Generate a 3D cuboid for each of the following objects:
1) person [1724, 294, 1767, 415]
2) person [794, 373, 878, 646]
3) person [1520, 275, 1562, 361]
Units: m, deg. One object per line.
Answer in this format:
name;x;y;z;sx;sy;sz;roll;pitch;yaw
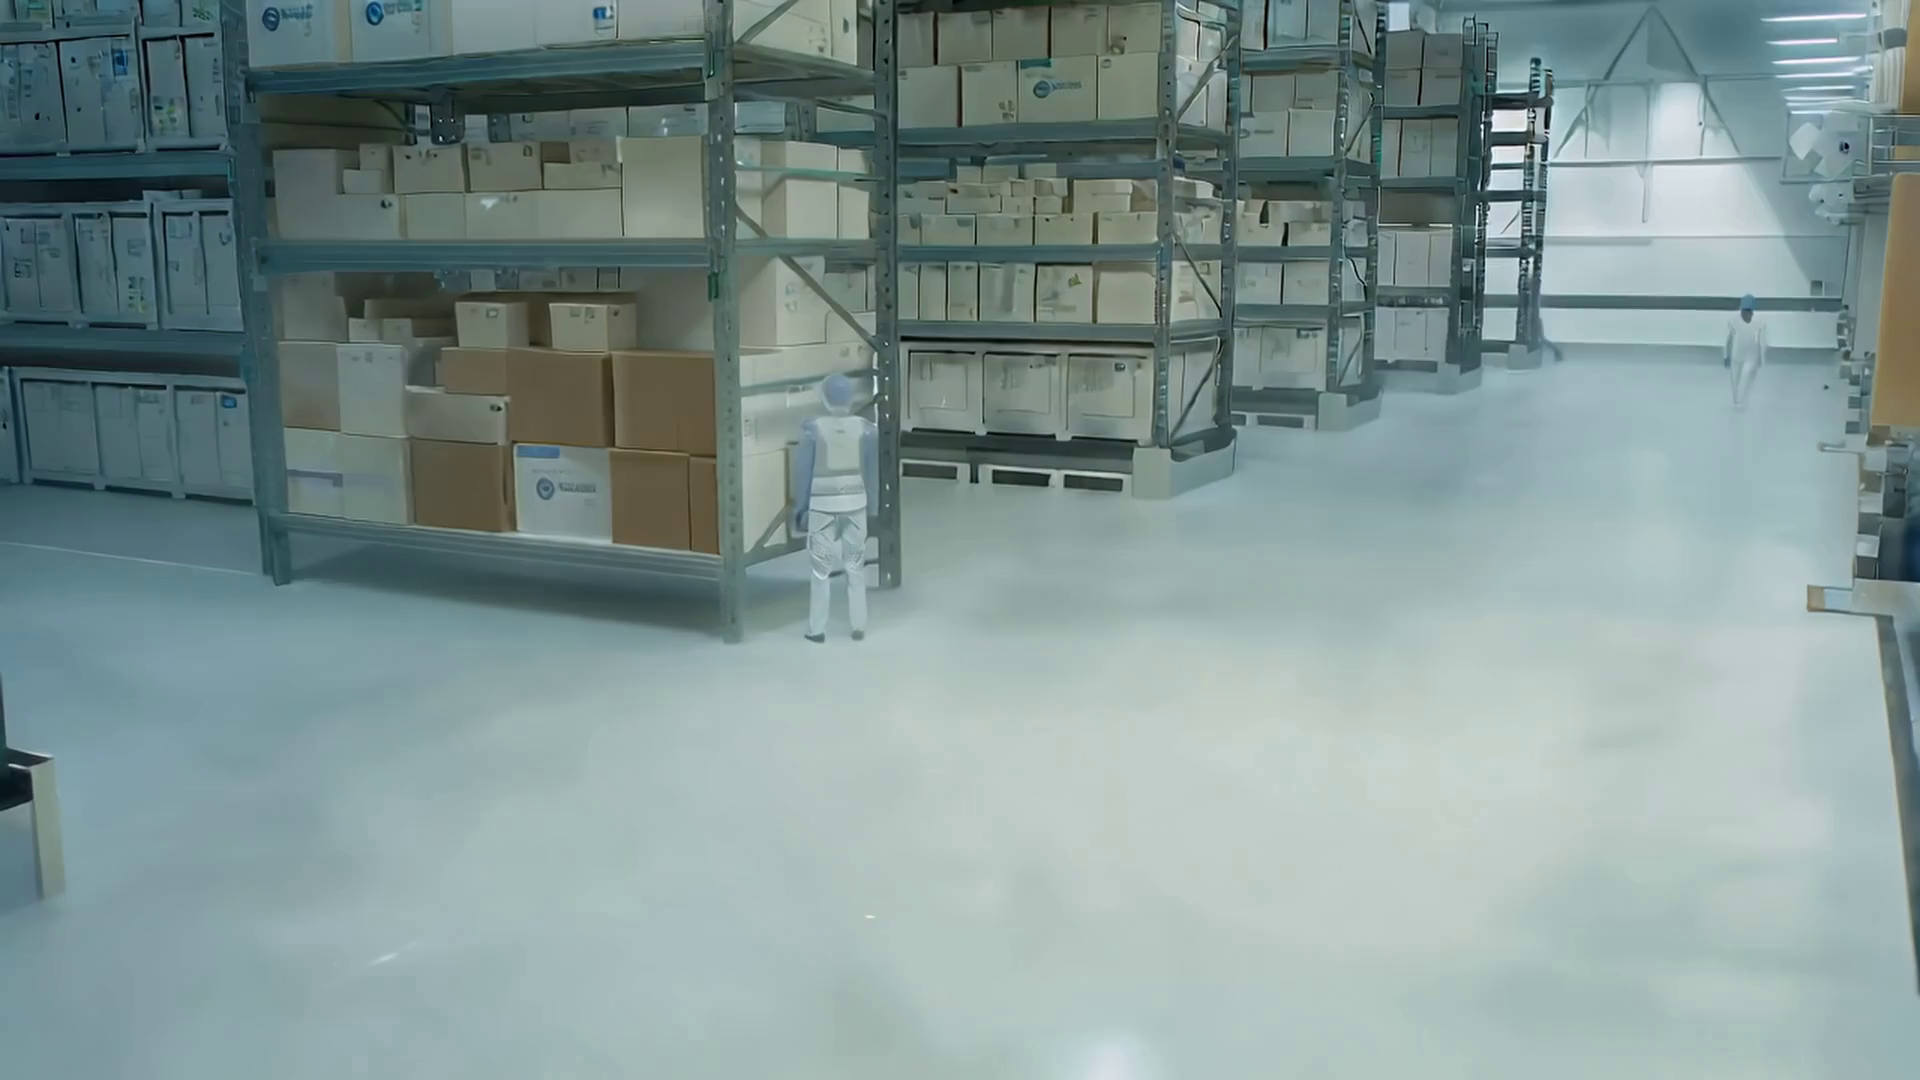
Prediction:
person;11.315;-2.671;23.996;0.572;1.736;0.393;4;10;20
person;-0.727;-0.177;9.891;0.523;1.631;0.316;-4;11;-23
person;12.293;-4.690;35.335;0.958;1.883;0.571;8;12;37
